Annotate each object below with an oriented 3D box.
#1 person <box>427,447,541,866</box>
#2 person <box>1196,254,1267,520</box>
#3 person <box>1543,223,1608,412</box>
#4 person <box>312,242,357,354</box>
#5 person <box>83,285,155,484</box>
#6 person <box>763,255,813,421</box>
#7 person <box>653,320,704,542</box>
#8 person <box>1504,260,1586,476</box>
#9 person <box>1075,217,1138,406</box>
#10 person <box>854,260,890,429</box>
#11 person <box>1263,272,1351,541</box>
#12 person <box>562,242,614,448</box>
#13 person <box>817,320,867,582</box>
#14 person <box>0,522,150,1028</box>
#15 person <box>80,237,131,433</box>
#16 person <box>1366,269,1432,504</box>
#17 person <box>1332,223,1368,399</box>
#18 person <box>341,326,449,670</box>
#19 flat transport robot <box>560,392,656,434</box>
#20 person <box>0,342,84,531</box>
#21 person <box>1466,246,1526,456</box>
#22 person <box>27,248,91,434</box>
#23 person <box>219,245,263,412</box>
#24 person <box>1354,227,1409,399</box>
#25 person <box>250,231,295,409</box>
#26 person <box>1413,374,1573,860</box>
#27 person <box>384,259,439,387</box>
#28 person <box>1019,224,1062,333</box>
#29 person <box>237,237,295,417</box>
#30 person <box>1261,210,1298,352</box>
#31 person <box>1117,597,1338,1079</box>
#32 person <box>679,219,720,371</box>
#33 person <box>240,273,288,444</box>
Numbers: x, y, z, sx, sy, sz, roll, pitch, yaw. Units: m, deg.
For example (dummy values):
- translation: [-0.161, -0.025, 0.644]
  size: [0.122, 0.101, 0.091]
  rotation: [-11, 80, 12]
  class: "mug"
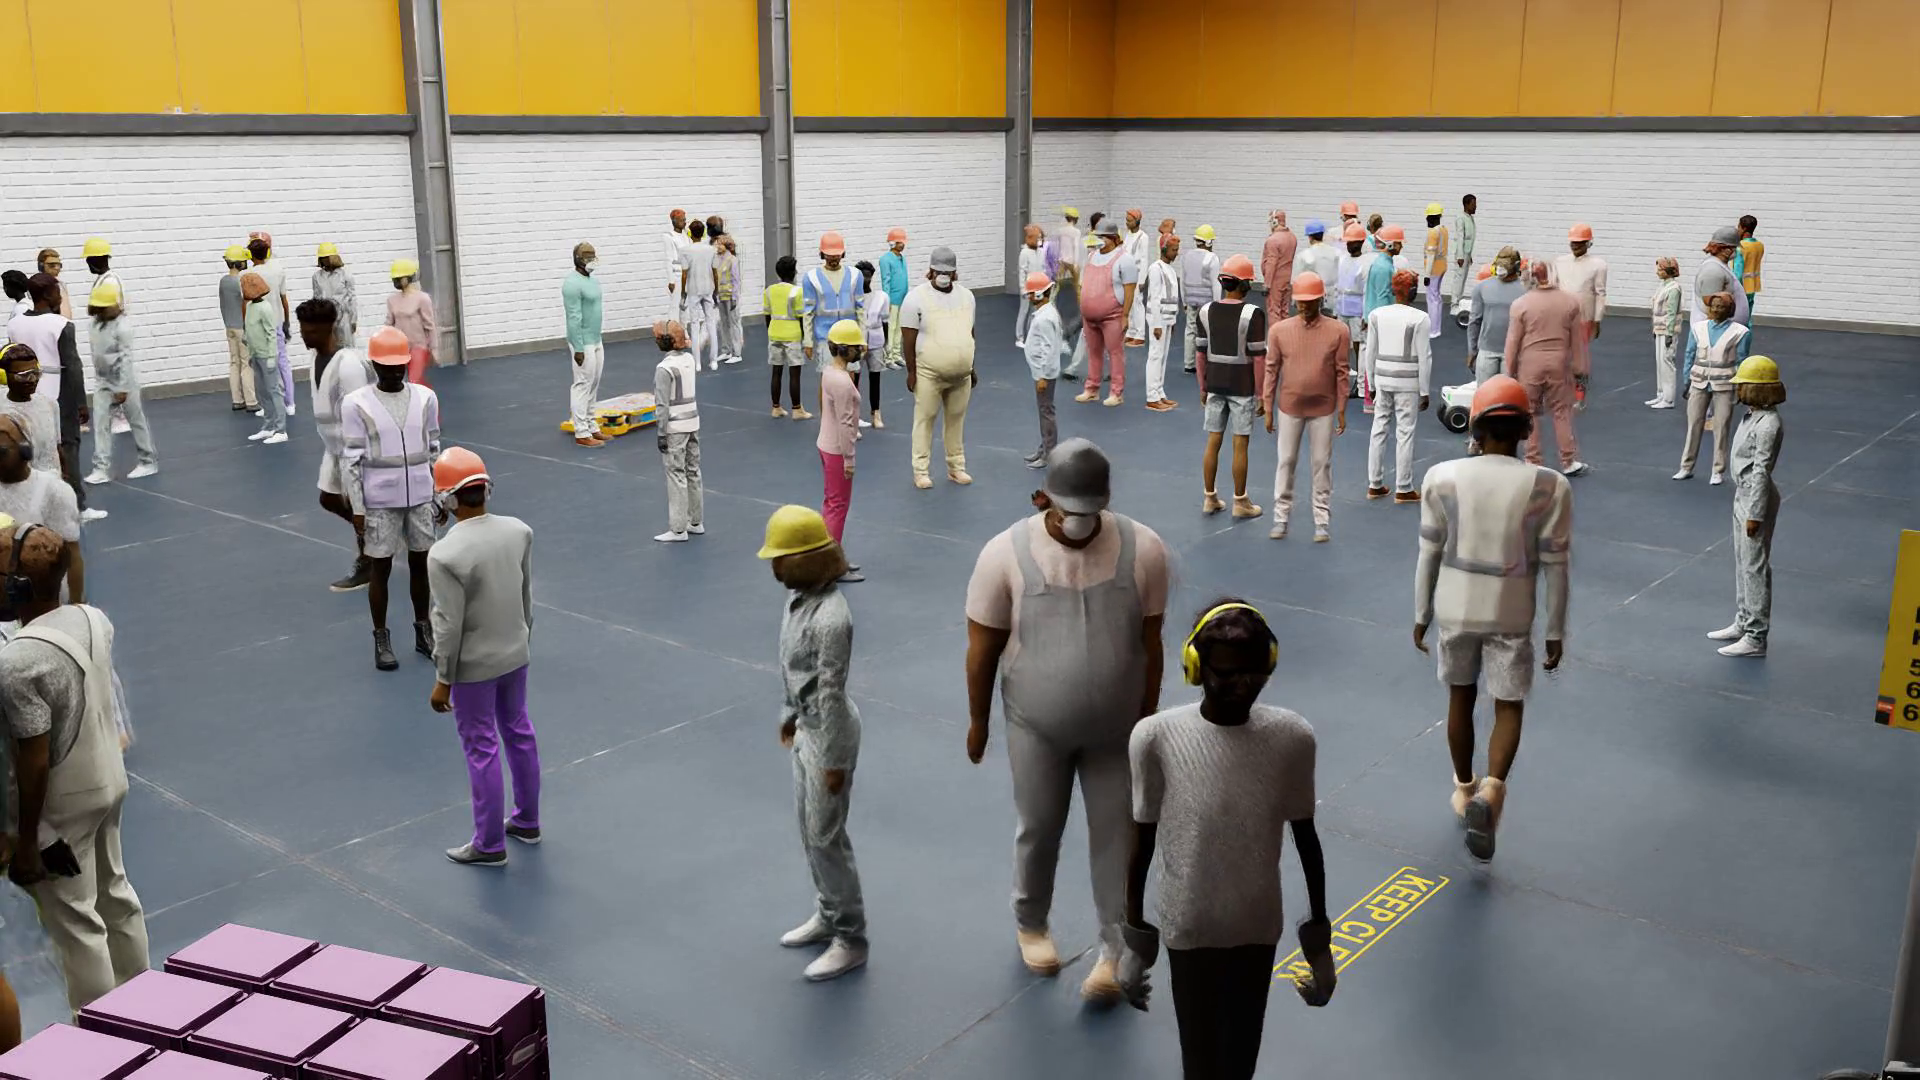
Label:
- translation: [-1.982, 0.479, 6.858]
  size: [0.338, 1.744, 0.561]
  rotation: [7, 16, 25]
  class: "person"
- translation: [2.109, -1.177, 12.874]
  size: [0.608, 2.044, 0.370]
  rotation: [11, 18, 38]
  class: "person"
- translation: [6.563, -2.372, 17.795]
  size: [0.625, 1.991, 0.484]
  rotation: [13, 19, 43]
  class: "person"
- translation: [-6.965, -2.442, 18.536]
  size: [0.492, 1.742, 0.324]
  rotation: [1, 14, 4]
  class: "person"
- translation: [-7.210, -1.320, 14.133]
  size: [0.509, 1.692, 0.798]
  rotation: [4, 15, 16]
  class: "person"
- translation: [-1.790, -2.079, 17.176]
  size: [0.536, 1.696, 0.322]
  rotation: [9, 17, 31]
  class: "person"
- translation: [-2.070, -0.798, 12.196]
  size: [0.313, 1.634, 0.515]
  rotation: [4, 15, 17]
  class: "person"
- translation: [5.091, -1.485, 14.462]
  size: [0.769, 1.873, 0.459]
  rotation: [-2, 14, -8]
  class: "person"
- translation: [1.553, -2.483, 18.094]
  size: [0.536, 2.000, 0.673]
  rotation: [-13, 19, -43]
  class: "person"
- translation: [-0.953, -1.944, 16.638]
  size: [0.540, 1.695, 0.317]
  rotation: [-4, 15, -16]
  class: "person"
- translation: [2.525, -0.965, 12.164]
  size: [0.623, 1.982, 0.424]
  rotation: [3, 14, 13]
  class: "person"
- translation: [-3.533, -1.846, 15.761]
  size: [0.361, 1.936, 0.635]
  rotation: [2, 14, 6]
  class: "person"
- translation: [-0.780, -0.594, 11.127]
  size: [0.340, 1.757, 0.518]
  rotation: [-4, 15, -15]
  class: "person"
- translation: [-2.800, 0.842, 5.206]
  size: [0.345, 1.847, 0.506]
  rotation: [0, 14, 0]
  class: "person"
- translation: [-8.436, -2.028, 16.506]
  size: [0.361, 1.929, 0.587]
  rotation: [-9, 17, -33]
  class: "person"
- translation: [3.539, -1.234, 13.425]
  size: [0.355, 1.883, 0.575]
  rotation: [-13, 19, -43]
  class: "person"
- translation: [4.371, -2.555, 18.589]
  size: [0.355, 1.940, 0.542]
  rotation: [-10, 17, -34]
  class: "person"
- translation: [-3.139, -0.236, 9.332]
  size: [0.552, 1.932, 0.377]
  rotation: [-11, 18, -38]
  class: "person"
- translation: [-3.381, -1.304, 16.972]
  size: [0.652, 0.197, 1.431]
  rotation: [6, 15, 22]
  class: "flat transport robot"
- translation: [-5.117, -0.168, 9.221]
  size: [0.318, 1.861, 0.520]
  rotation: [5, 15, 20]
  class: "person"
- translation: [4.959, -1.714, 15.237]
  size: [0.635, 1.936, 0.367]
  rotation: [6, 15, 22]
  class: "person"
- translation: [-8.824, -1.918, 16.238]
  size: [0.324, 1.841, 0.517]
  rotation: [1, 14, 6]
  class: "person"
- translation: [-7.632, -2.245, 17.701]
  size: [0.534, 1.767, 0.314]
  rotation: [10, 17, 35]
  class: "person"
- translation: [4.675, -2.513, 18.486]
  size: [0.637, 1.911, 0.403]
  rotation: [8, 16, 28]
  class: "person"
- translation: [-7.358, -2.320, 17.718]
  size: [0.399, 1.908, 0.643]
  rotation: [-6, 15, -23]
  class: "person"
- translation: [2.202, 0.320, 6.965]
  size: [0.629, 2.008, 0.839]
  rotation: [6, 15, 23]
  class: "person"
- translation: [-5.388, -1.833, 16.107]
  size: [0.555, 1.727, 0.835]
  rotation: [7, 16, 26]
  class: "person"
- translation: [1.133, -3.745, 23.998]
  size: [0.586, 1.607, 0.379]
  rotation: [7, 16, 26]
  class: "person"
- translation: [-7.249, -2.212, 17.361]
  size: [0.512, 1.872, 0.330]
  rotation: [-13, 19, -42]
  class: "person"
- translation: [4.221, -3.451, 22.248]
  size: [0.409, 1.904, 0.640]
  rotation: [11, 18, 36]
  class: "person"
- translation: [0.701, 1.051, 4.348]
  size: [0.557, 1.855, 0.519]
  rotation: [-2, 14, -7]
  class: "person"
- translation: [-3.241, -3.037, 20.653]
  size: [0.520, 1.873, 0.328]
  rotation: [-7, 16, -26]
  class: "person"
- translation: [-6.703, -1.746, 15.977]
  size: [0.285, 1.632, 0.499]
  rotation: [-13, 19, -42]
  class: "person"
